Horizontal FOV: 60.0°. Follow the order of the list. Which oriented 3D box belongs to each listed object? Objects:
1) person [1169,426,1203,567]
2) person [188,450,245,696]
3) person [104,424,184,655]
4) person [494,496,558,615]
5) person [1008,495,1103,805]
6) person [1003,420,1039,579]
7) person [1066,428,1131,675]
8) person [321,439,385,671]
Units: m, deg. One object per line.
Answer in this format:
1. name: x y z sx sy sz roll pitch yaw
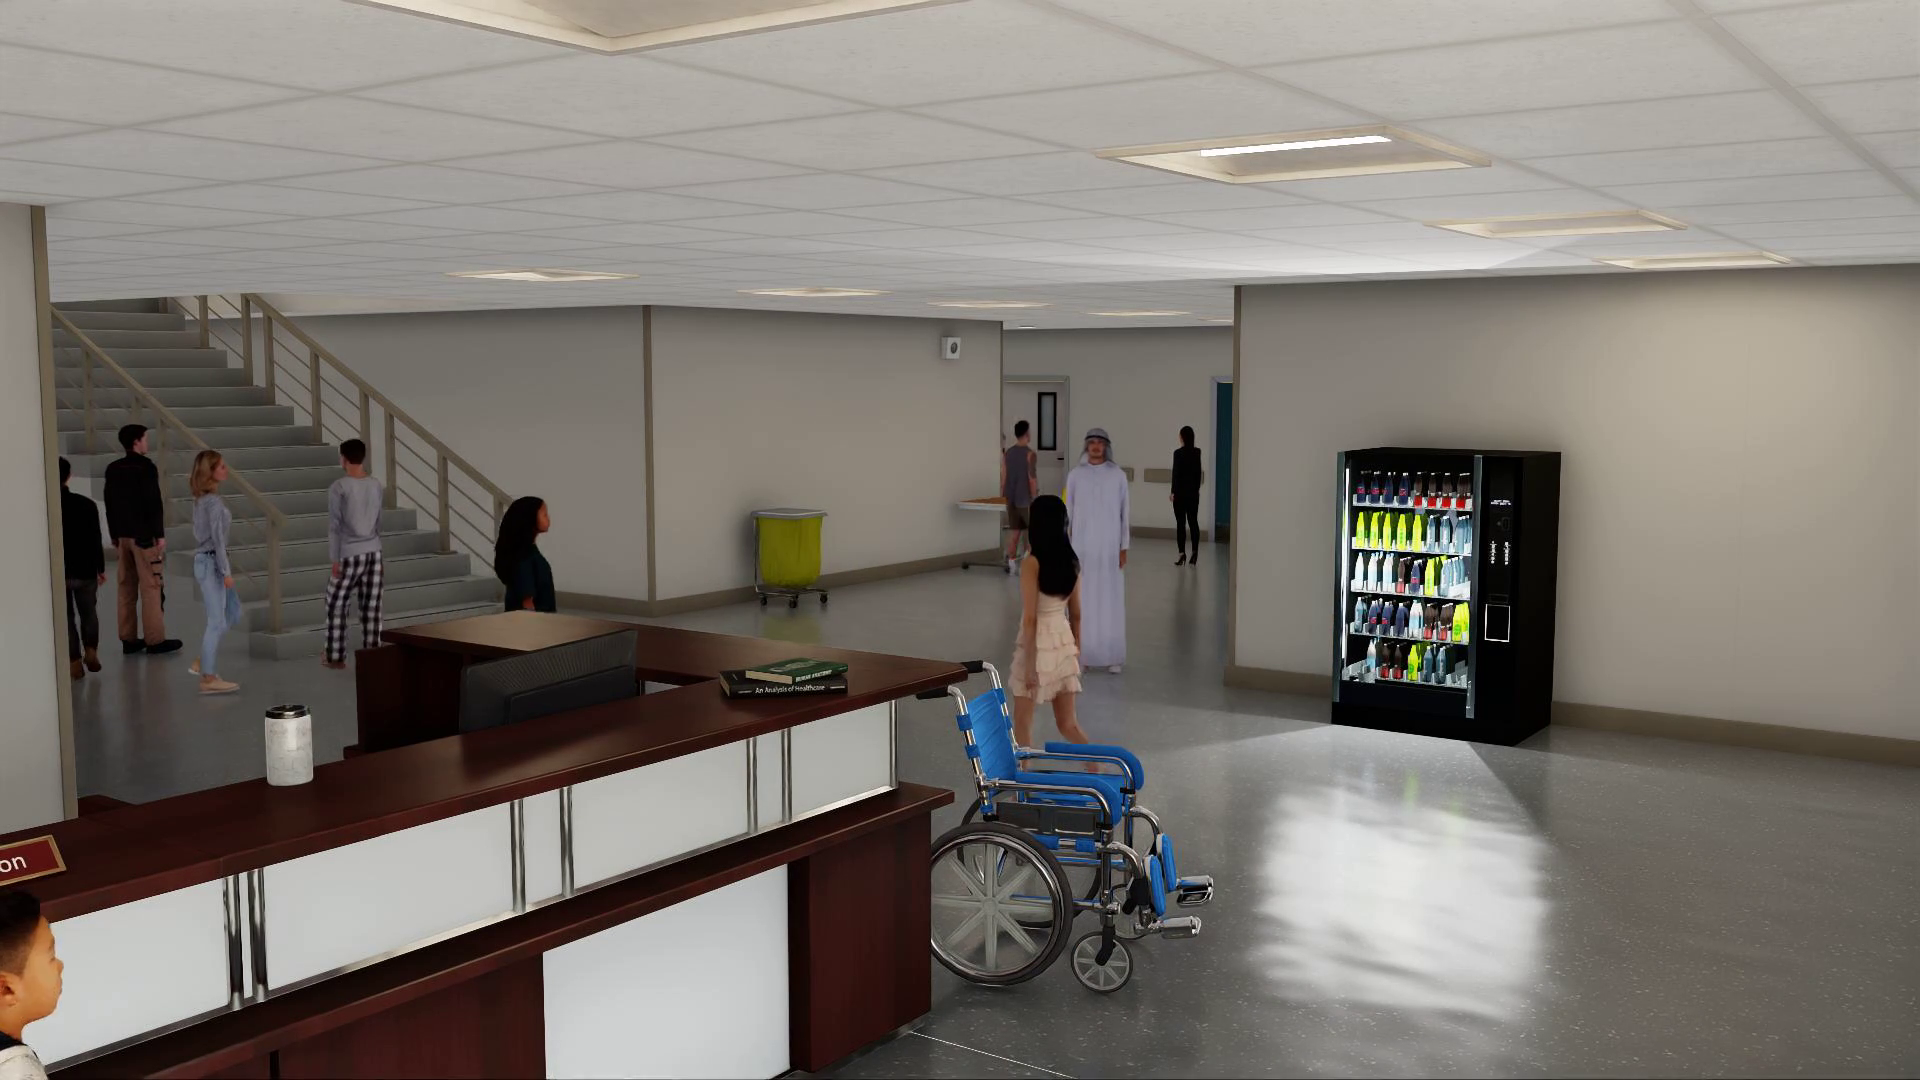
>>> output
1. person: 2.770 -0.548 20.353 0.646 1.711 0.639 -3 6 -27
2. person: -5.525 0.245 12.095 0.779 1.786 0.695 -3 7 -30
3. person: -6.913 -0.013 13.975 0.657 1.923 0.822 2 6 17
4. person: -2.683 0.551 9.998 0.985 1.596 0.927 -1 6 -10
5. person: 0.518 0.655 8.445 0.790 1.700 1.125 -4 7 -36
6. person: 0.654 -0.451 19.133 0.526 1.831 0.715 4 7 34
7. person: 1.075 0.079 13.068 0.751 1.922 0.852 1 6 5
8. person: -4.596 0.147 12.836 0.904 1.833 0.703 5 8 43
